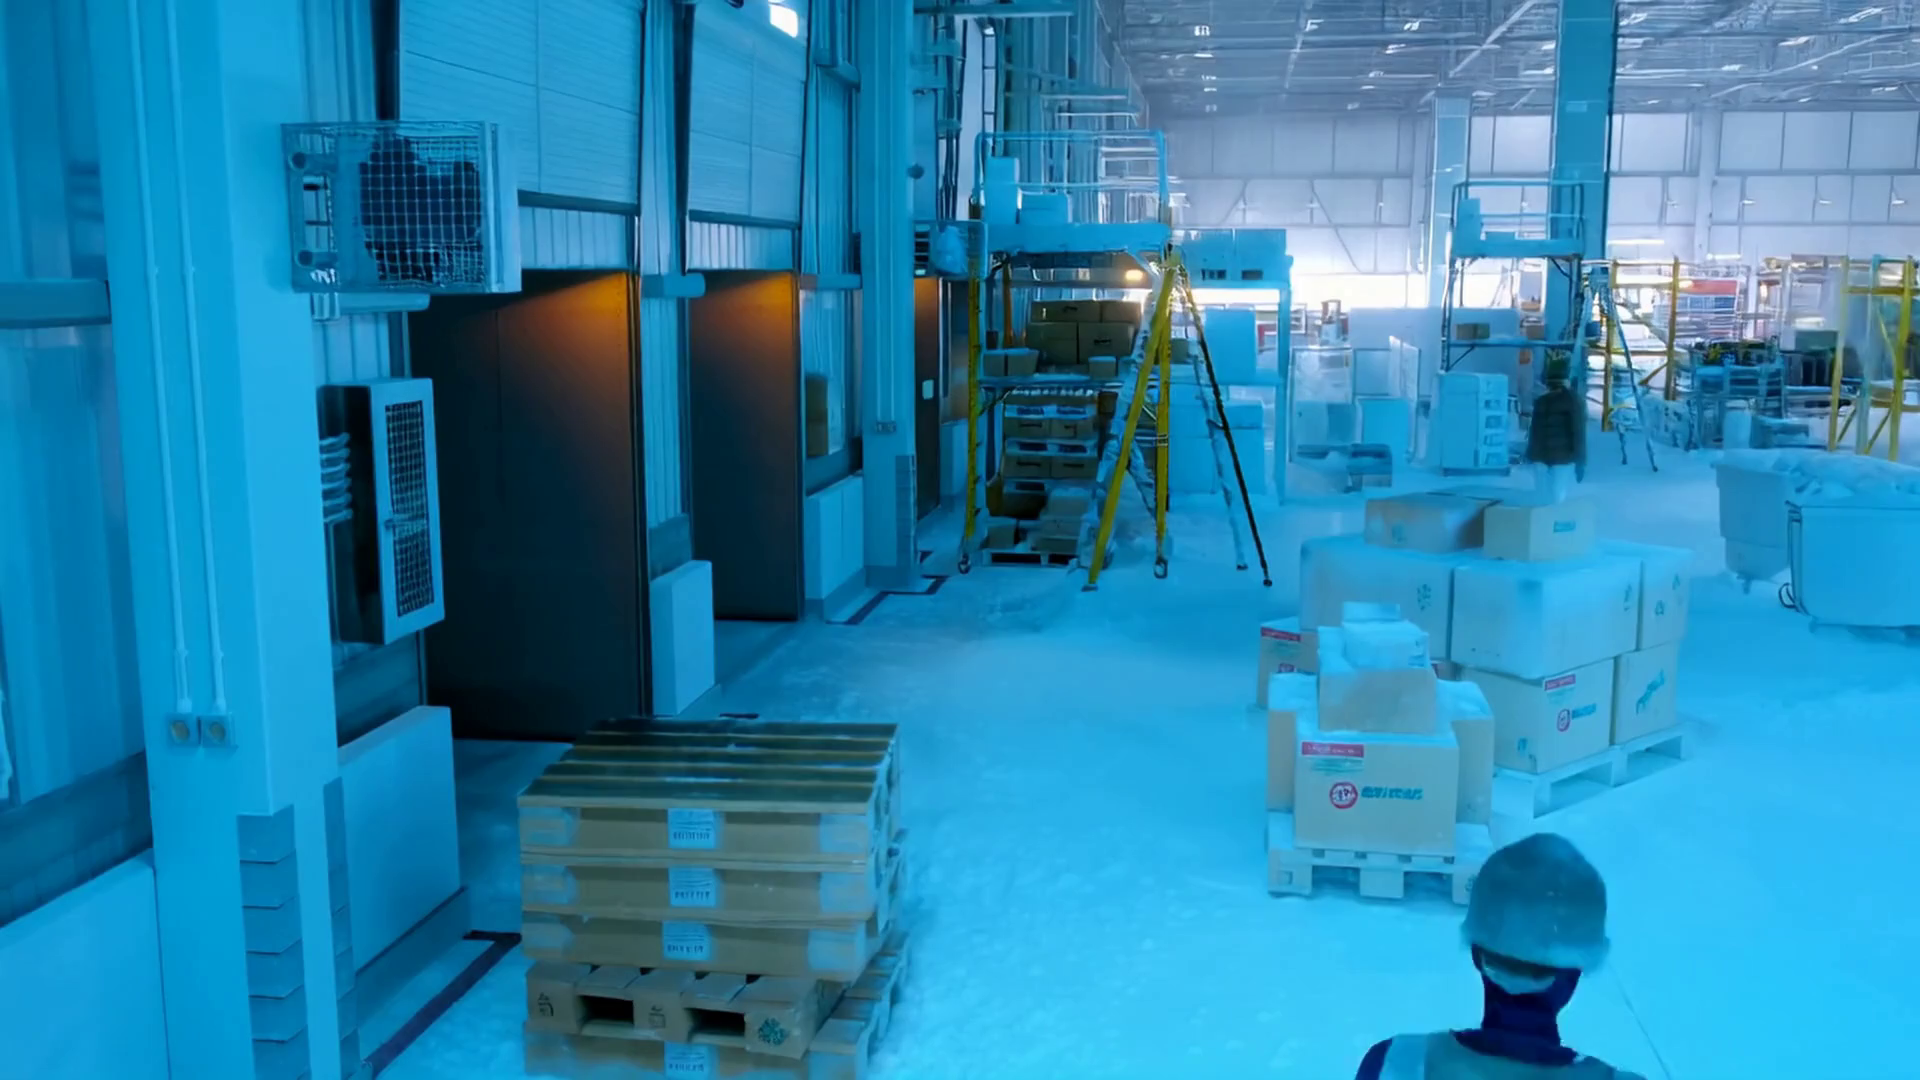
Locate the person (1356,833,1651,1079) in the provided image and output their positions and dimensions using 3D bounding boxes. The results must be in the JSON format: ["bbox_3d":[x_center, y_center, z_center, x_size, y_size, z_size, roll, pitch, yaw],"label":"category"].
[{"bbox_3d":[0.926,1.449,2.844,0.547,1.902,0.881,5,10,26],"label":"person"}]

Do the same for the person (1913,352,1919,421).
[{"bbox_3d":[18.203,-3.054,31.230,0.490,1.703,0.901,-1,9,-4],"label":"person"}]

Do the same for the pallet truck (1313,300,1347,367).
[{"bbox_3d":[11.159,-6.200,49.718,0.823,1.965,1.885,4,10,26],"label":"pallet truck"}]

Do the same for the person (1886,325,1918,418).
[{"bbox_3d":[18.320,-3.267,32.206,0.540,1.802,0.925,-1,9,-8],"label":"person"}]

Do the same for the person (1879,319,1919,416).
[{"bbox_3d":[18.300,-3.351,32.404,0.650,1.912,0.466,7,11,36],"label":"person"}]

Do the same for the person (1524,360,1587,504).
[{"bbox_3d":[5.856,-0.780,16.370,0.460,1.976,0.624,-5,10,-26],"label":"person"}]

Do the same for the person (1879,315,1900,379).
[{"bbox_3d":[19.669,-3.772,34.980,0.640,1.926,0.483,-2,9,-11],"label":"person"}]

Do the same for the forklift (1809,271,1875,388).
[{"bbox_3d":[20.703,-4.781,38.250,1.873,2.768,1.129,1,9,9],"label":"forklift"}]

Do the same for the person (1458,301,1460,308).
[{"bbox_3d":[16.019,-6.774,53.504,0.653,1.918,0.551,-2,9,-13],"label":"person"}]

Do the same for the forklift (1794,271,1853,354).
[{"bbox_3d":[25.215,-6.340,47.865,1.873,2.768,1.129,0,9,2],"label":"forklift"}]
